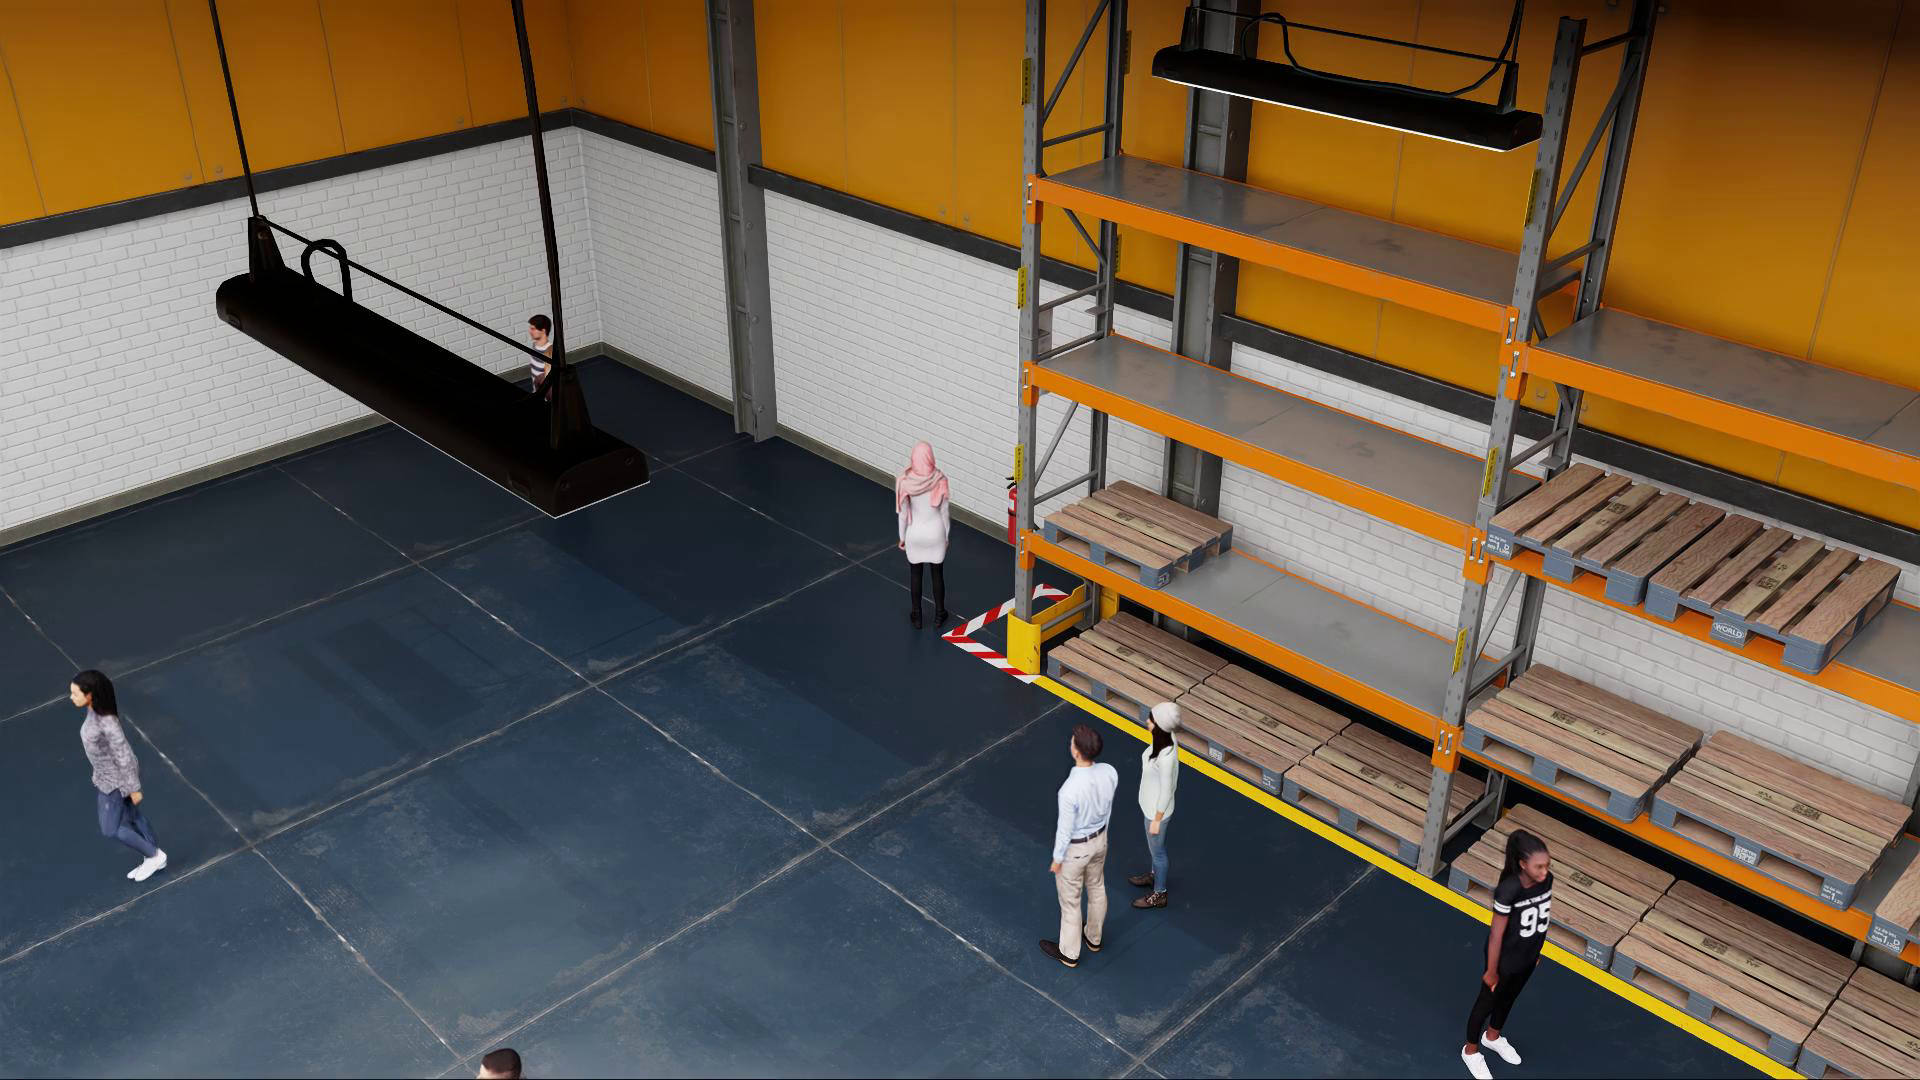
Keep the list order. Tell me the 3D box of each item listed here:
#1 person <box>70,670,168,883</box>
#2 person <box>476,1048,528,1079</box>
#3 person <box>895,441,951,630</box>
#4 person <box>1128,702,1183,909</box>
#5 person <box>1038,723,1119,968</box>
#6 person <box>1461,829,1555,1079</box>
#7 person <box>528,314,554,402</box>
[{"bbox_3d":[-5.794,1.628,11.617,0.729,1.718,0.581,-18,34,-30],"label":"person"},{"bbox_3d":[-2.261,3.280,8.544,0.748,1.761,0.606,-12,31,-21],"label":"person"},{"bbox_3d":[-0.306,-0.041,14.587,0.726,1.803,0.787,0,29,0],"label":"person"},{"bbox_3d":[1.352,1.798,11.381,0.693,1.645,0.640,1,29,2],"label":"person"},{"bbox_3d":[0.790,1.984,10.829,0.647,1.848,0.611,-23,36,-35],"label":"person"},{"bbox_3d":[3.327,2.492,10.021,0.655,1.729,0.615,-17,33,-29],"label":"person"},{"bbox_3d":[-4.207,-1.456,17.128,0.724,1.854,0.491,-22,35,-34],"label":"person"}]
